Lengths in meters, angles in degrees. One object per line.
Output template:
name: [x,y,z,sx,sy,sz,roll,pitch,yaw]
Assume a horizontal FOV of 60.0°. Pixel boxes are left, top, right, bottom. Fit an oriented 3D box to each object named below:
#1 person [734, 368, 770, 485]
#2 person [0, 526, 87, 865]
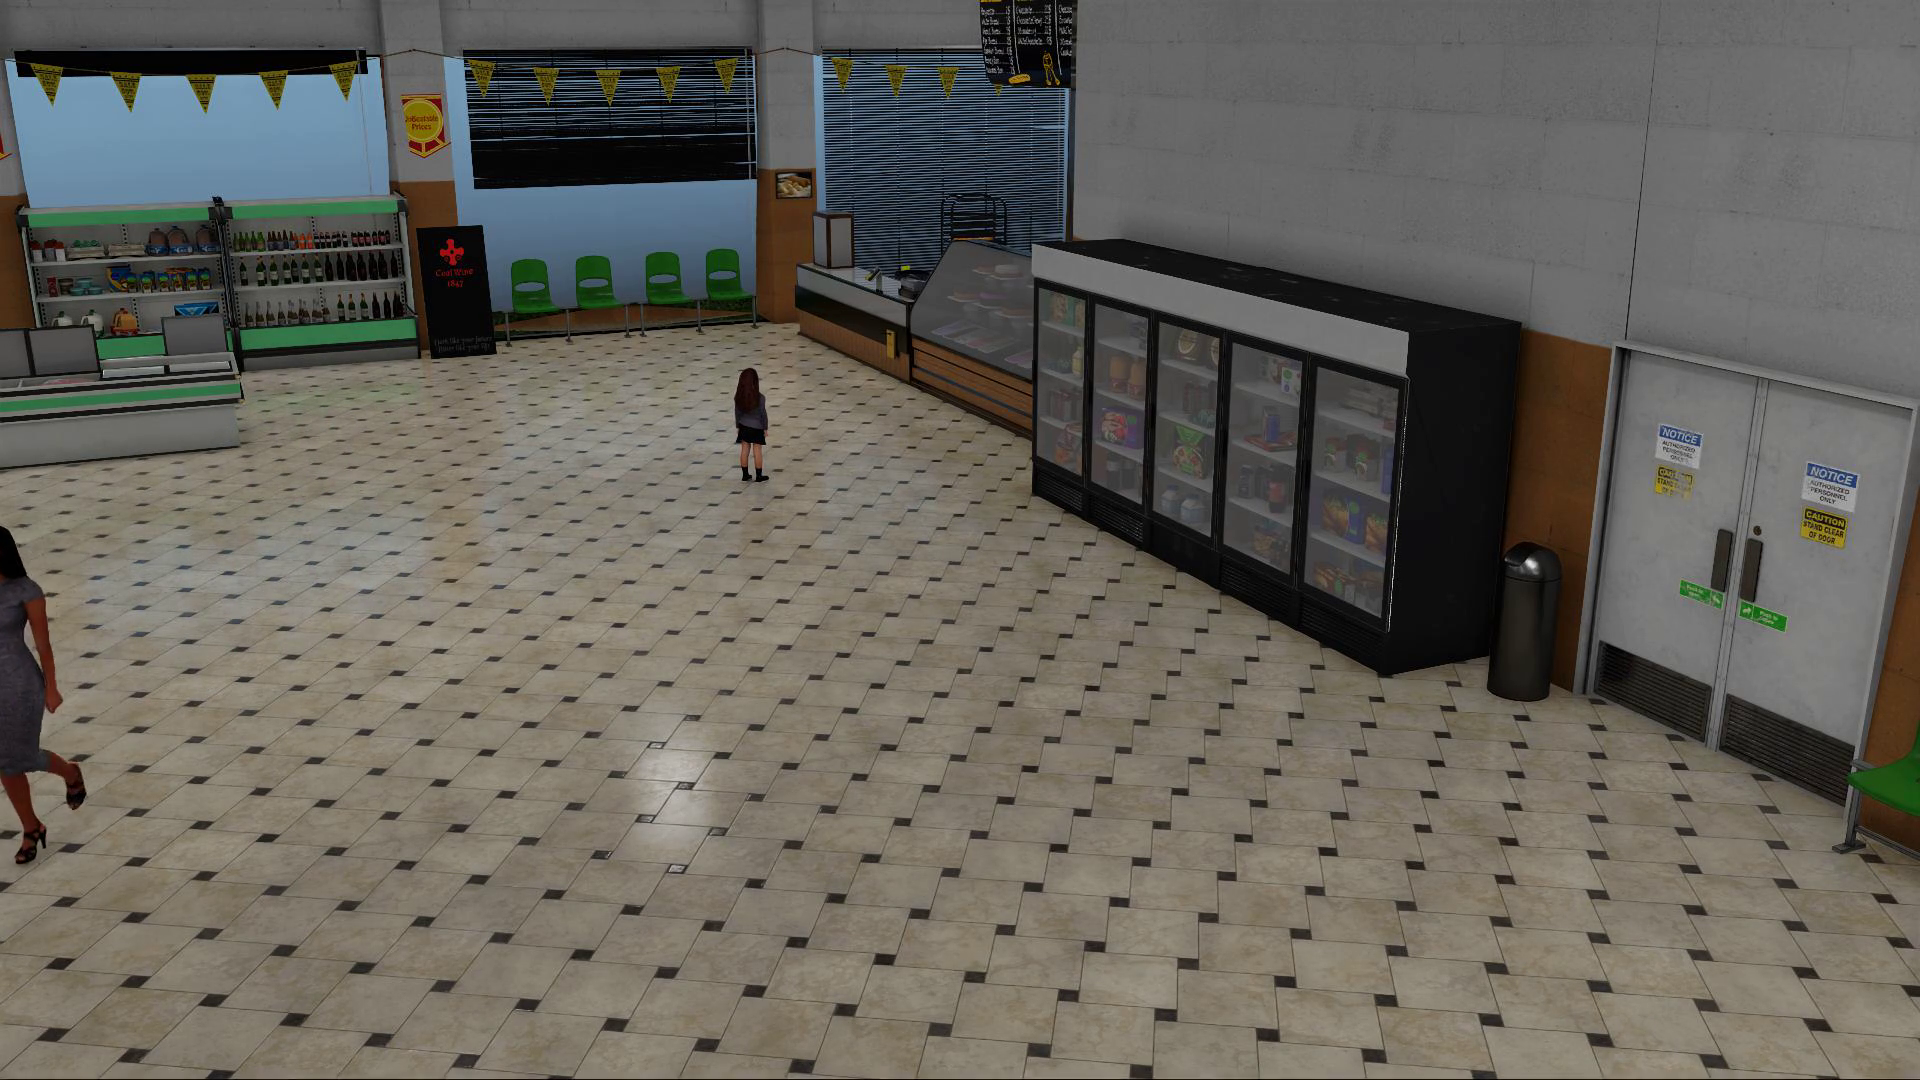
person: [-1.975,-1.087,15.694,0.526,1.106,0.594,5,18,16]
person: [-4.786,0.760,8.471,0.822,1.769,0.837,1,17,4]
